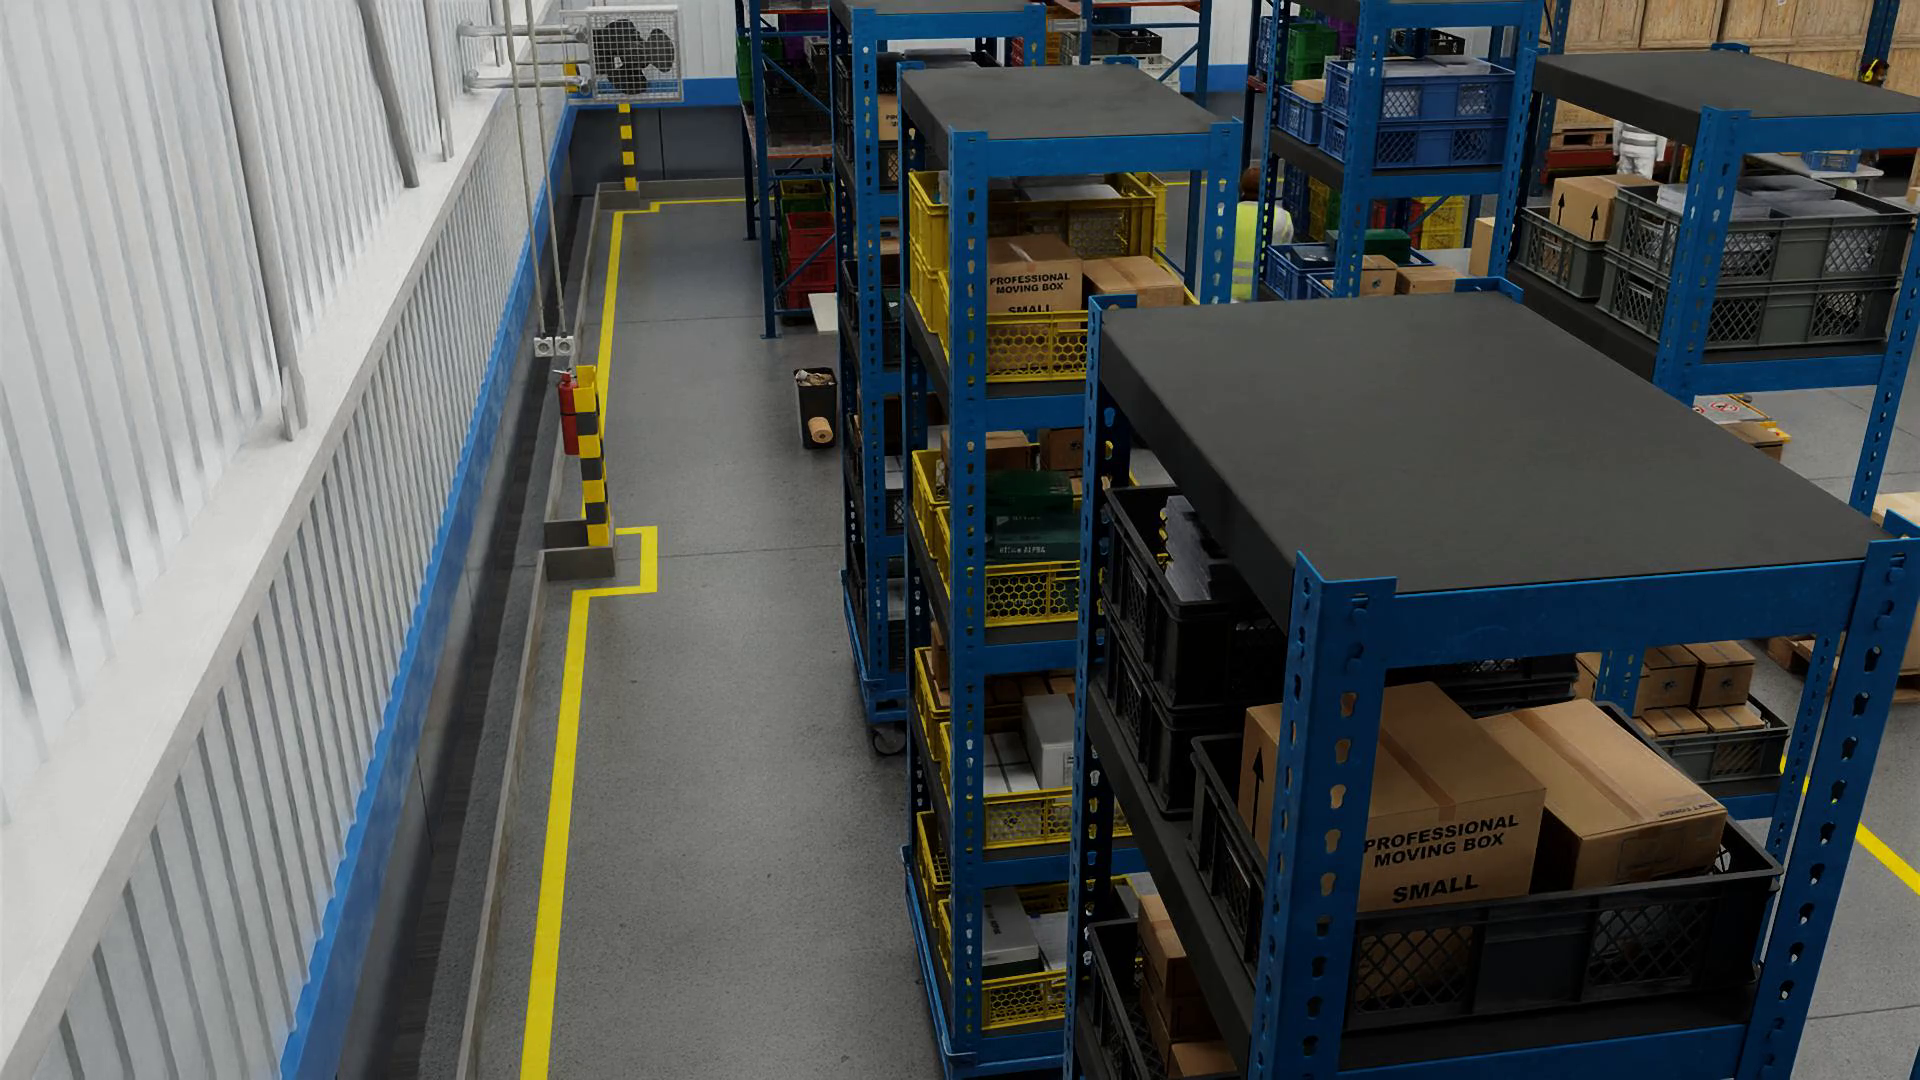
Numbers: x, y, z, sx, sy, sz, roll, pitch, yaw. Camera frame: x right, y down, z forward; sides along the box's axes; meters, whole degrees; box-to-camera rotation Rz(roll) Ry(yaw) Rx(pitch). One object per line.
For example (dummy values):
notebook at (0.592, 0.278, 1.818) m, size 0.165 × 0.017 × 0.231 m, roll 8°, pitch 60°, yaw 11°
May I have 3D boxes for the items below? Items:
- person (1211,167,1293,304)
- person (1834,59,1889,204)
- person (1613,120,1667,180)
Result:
person at (2.139, -1.877, 12.496) m, size 0.633 × 1.834 × 0.429 m, roll 0°, pitch 25°, yaw 0°
person at (9.245, -3.974, 17.044) m, size 0.557 × 1.832 × 0.796 m, roll -17°, pitch 29°, yaw -32°
person at (6.890, -3.928, 16.887) m, size 0.353 × 1.884 × 0.573 m, roll -18°, pitch 30°, yaw -34°
